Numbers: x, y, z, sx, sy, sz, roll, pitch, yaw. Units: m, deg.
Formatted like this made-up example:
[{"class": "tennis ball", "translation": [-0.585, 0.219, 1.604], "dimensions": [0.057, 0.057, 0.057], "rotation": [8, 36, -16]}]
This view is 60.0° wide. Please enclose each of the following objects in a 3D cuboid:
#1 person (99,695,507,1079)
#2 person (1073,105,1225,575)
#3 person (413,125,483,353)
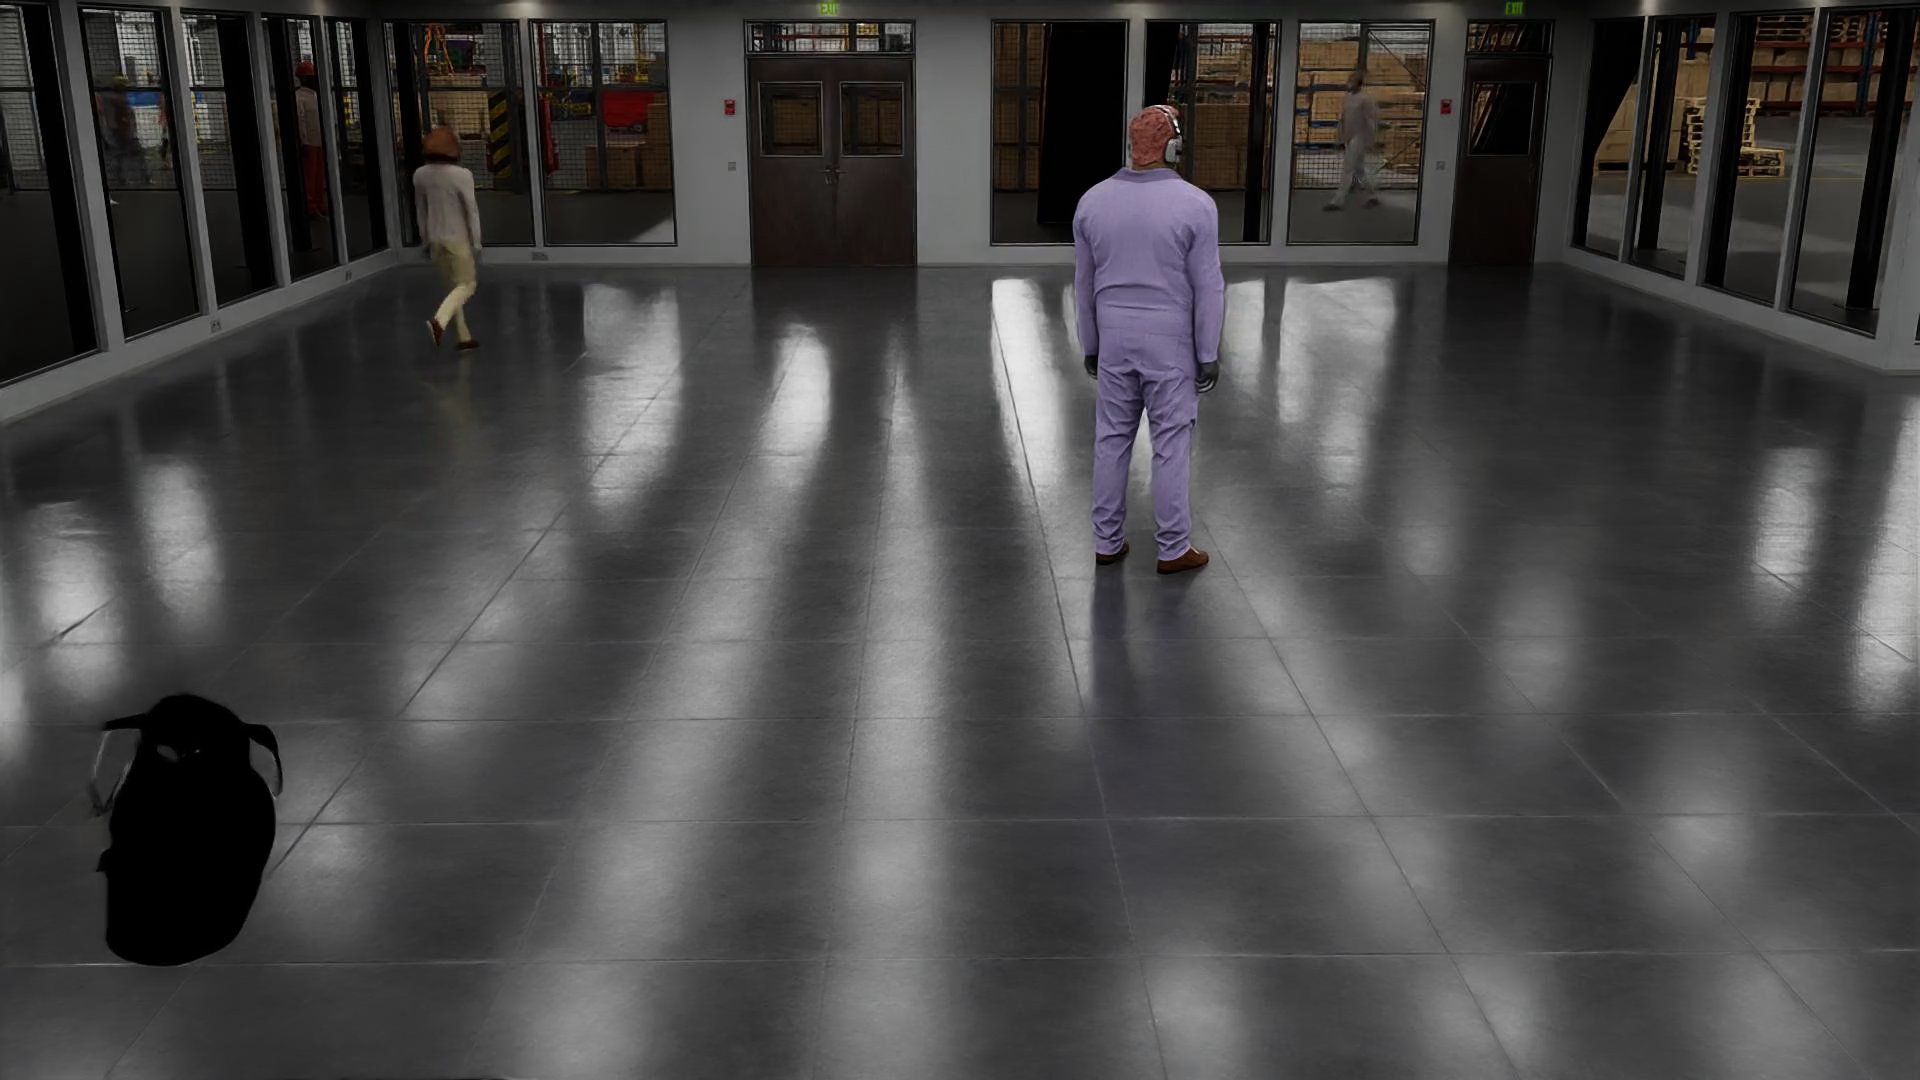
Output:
[{"class": "person", "translation": [-0.466, 0.911, 1.100], "dimensions": [0.517, 1.865, 0.324], "rotation": [-8, 18, -26]}, {"class": "person", "translation": [0.786, -0.806, 6.848], "dimensions": [0.641, 1.908, 0.407], "rotation": [10, 19, 29]}, {"class": "person", "translation": [-3.641, -2.109, 11.777], "dimensions": [0.511, 1.613, 0.618], "rotation": [6, 17, 20]}]
